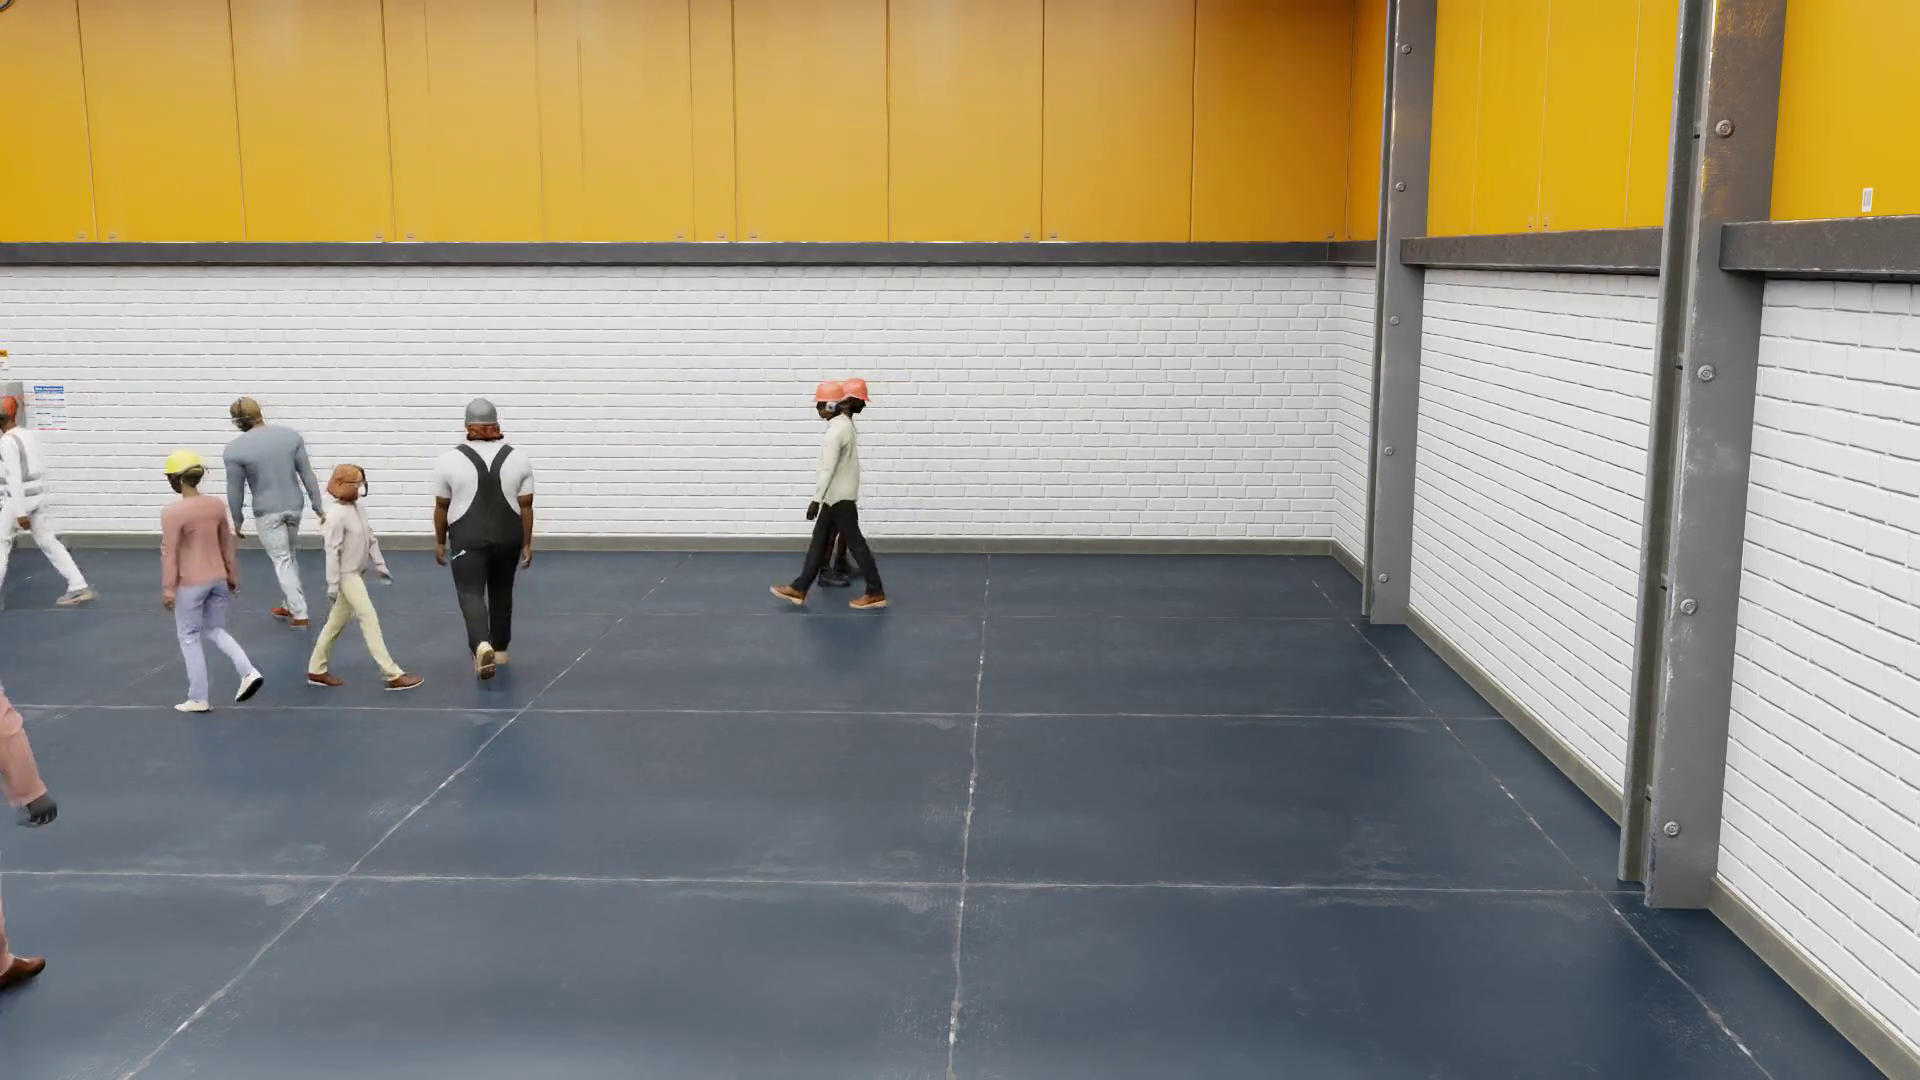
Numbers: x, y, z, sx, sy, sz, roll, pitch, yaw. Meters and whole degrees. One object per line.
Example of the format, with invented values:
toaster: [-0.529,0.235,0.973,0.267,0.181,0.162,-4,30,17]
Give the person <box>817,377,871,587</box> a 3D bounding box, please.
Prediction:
person: [-1.041,-0.523,15.110,0.489,1.908,0.569,1,10,4]

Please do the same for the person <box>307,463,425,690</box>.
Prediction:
person: [-4.166,0.256,11.461,0.859,1.587,0.501,0,10,-2]

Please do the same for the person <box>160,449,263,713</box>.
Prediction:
person: [-4.939,0.275,10.886,0.527,1.746,0.557,3,10,17]

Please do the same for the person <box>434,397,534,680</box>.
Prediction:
person: [-3.381,-0.043,11.890,0.685,2.000,0.927,-5,11,-27]

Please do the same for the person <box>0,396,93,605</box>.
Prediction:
person: [-7.953,-0.312,14.110,0.999,1.835,0.591,-2,10,-9]

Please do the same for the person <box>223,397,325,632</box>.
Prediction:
person: [-5.522,-0.210,13.322,0.757,1.882,0.708,8,12,38]

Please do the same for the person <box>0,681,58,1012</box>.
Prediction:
person: [-3.831,0.956,6.504,0.651,1.884,0.767,5,11,28]

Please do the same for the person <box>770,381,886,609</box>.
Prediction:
person: [-1.098,-0.372,14.096,1.019,1.939,0.625,0,10,0]
